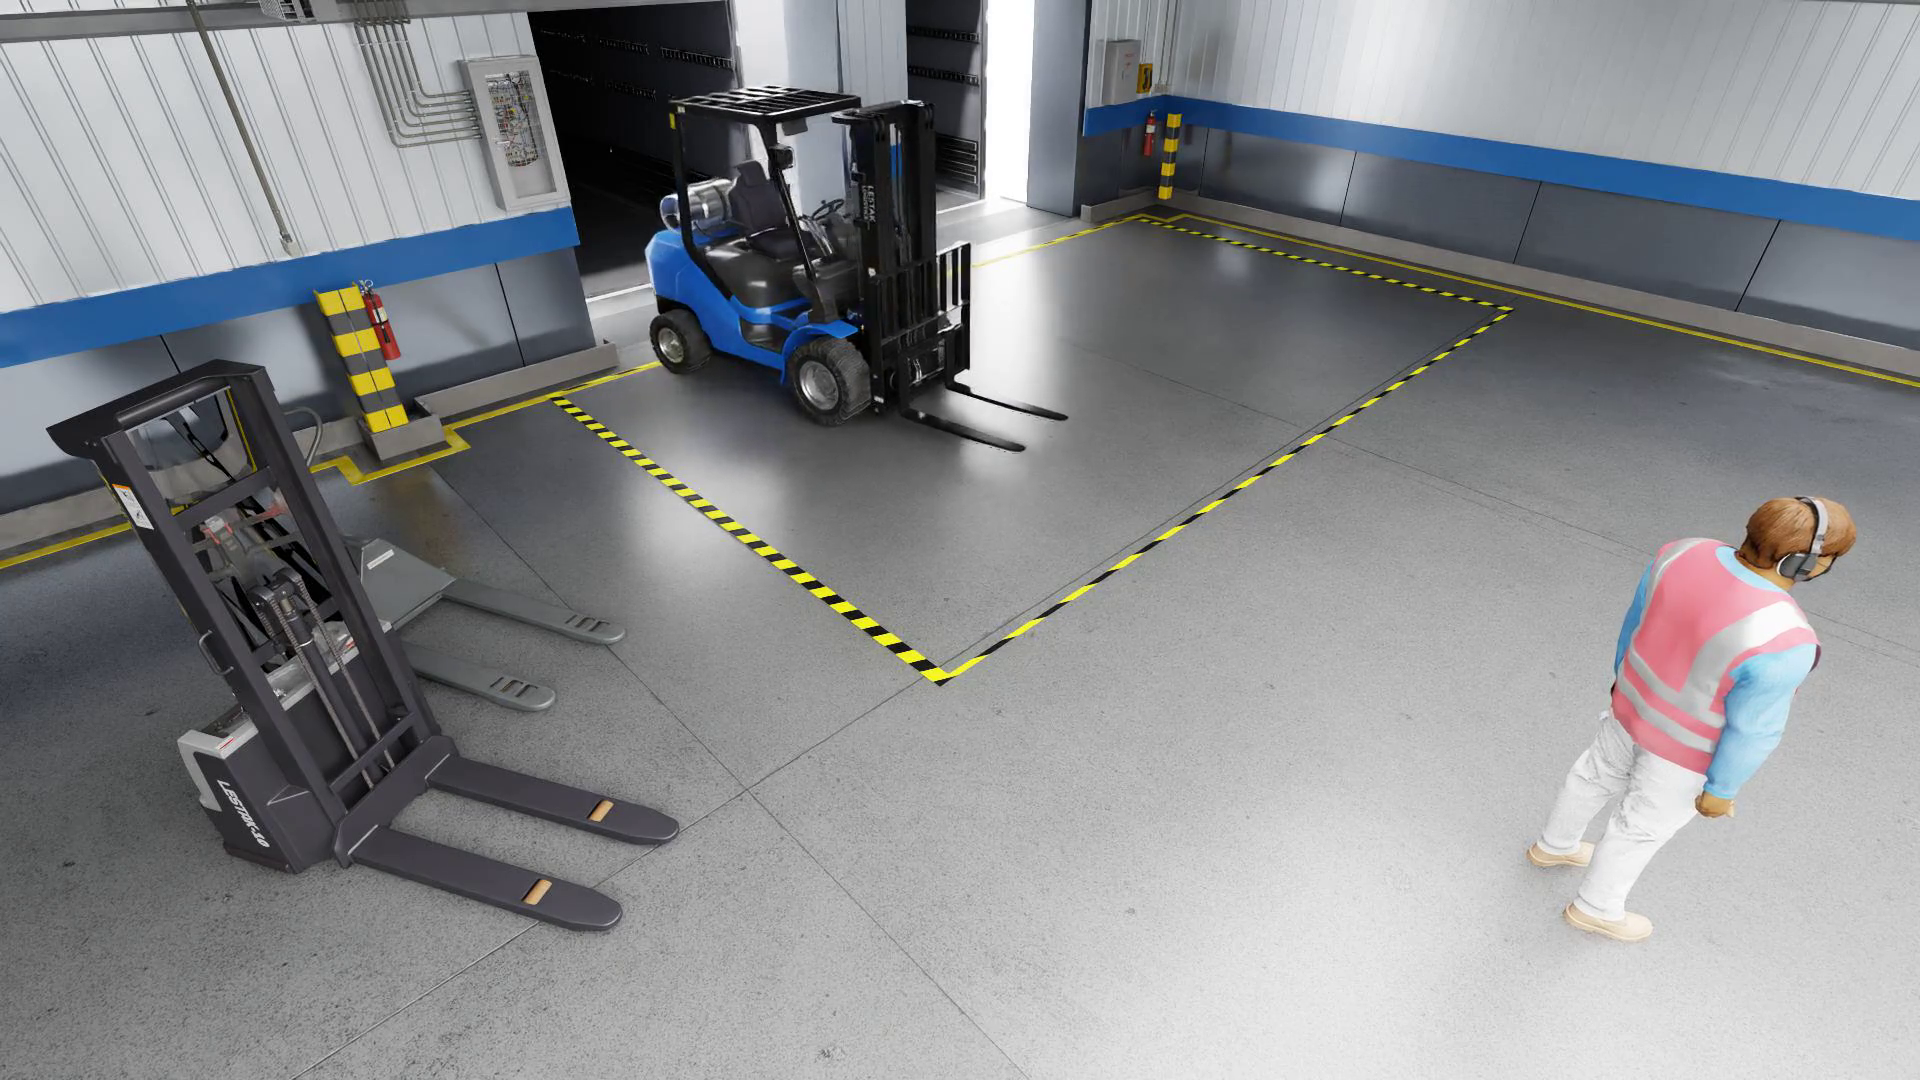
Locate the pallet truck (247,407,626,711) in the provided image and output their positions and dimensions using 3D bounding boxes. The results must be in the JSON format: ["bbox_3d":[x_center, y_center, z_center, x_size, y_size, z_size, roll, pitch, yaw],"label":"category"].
[{"bbox_3d":[-2.628,0.038,4.590,1.601,1.201,0.680,12,36,18],"label":"pallet truck"}]

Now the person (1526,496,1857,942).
[{"bbox_3d":[2.477,0.646,3.163,0.429,1.839,0.632,1,34,2],"label":"person"}]

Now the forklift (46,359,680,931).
[{"bbox_3d":[-2.135,0.422,3.354,1.885,1.965,0.823,10,35,14],"label":"forklift"}]

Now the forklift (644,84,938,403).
[{"bbox_3d":[-1.327,-2.386,7.162,2.680,2.036,1.157,22,40,29],"label":"forklift"}]
